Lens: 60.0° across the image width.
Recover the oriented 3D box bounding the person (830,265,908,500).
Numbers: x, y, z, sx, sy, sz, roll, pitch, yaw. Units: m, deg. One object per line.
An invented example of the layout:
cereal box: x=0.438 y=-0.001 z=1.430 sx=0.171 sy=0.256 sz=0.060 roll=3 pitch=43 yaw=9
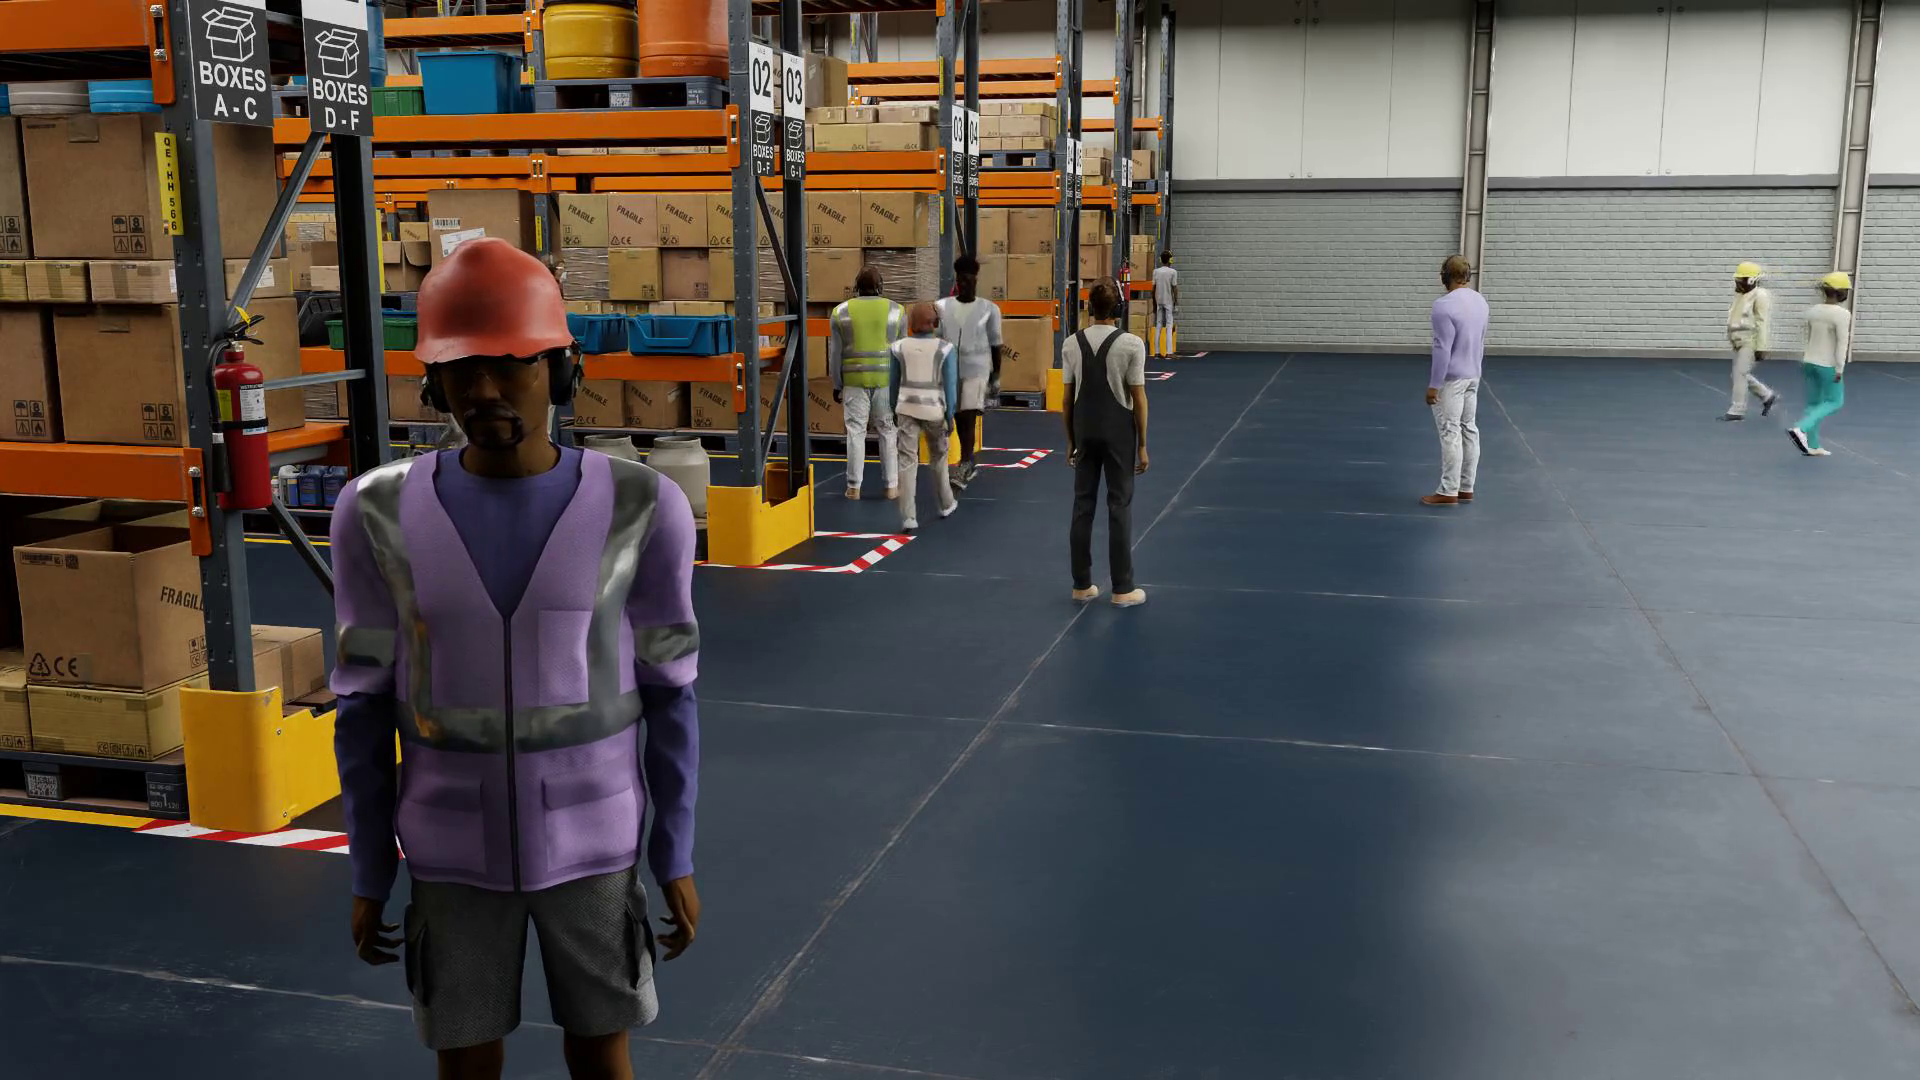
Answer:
person: x=-0.707 y=-1.233 z=13.123 sx=0.631 sy=1.843 sz=0.429 roll=-1 pitch=10 yaw=-5

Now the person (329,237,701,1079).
person: x=-0.741 y=0.523 z=2.833 sx=0.609 sy=2.043 sz=0.376 roll=-2 pitch=10 yaw=-9

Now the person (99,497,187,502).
person: x=-4.060 y=-0.288 z=8.224 sx=0.685 sy=1.731 sz=0.529 roll=7 pitch=12 yaw=33

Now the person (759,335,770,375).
person: x=-2.354 y=-2.508 z=19.660 sx=0.405 sy=2.035 sz=0.606 roll=3 pitch=11 yaw=14

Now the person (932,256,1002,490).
person: x=0.033 y=-1.392 z=13.847 sx=0.611 sy=1.912 sz=1.043 roll=3 pitch=11 yaw=17

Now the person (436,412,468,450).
person: x=-4.170 y=-1.240 z=13.746 sx=0.383 sy=1.620 sz=0.521 roll=6 pitch=12 yaw=28

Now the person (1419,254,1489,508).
person: x=3.787 y=-1.214 z=12.753 sx=0.629 sy=1.937 sz=0.378 roll=-9 pitch=14 yaw=-41

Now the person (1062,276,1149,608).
person: x=0.812 y=-0.541 z=9.278 sx=0.508 sy=1.846 sz=0.345 roll=5 pitch=12 yaw=28

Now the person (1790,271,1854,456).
person: x=8.083 y=-1.640 z=15.636 sx=0.512 sy=1.755 sz=0.534 roll=-2 pitch=11 yaw=-13

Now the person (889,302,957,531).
person: x=-0.250 y=-0.888 z=11.861 sx=0.532 sy=1.594 sz=0.844 roll=3 pitch=11 yaw=14

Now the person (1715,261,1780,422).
person: x=8.900 y=-2.213 z=18.658 sx=0.700 sy=1.812 sz=0.605 roll=0 pitch=10 yaw=-2

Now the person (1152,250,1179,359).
person: x=3.548 y=-4.050 z=28.661 sx=0.532 sy=1.867 sz=0.319 roll=8 pitch=13 yaw=38

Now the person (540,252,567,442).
person: x=-3.796 y=-1.683 z=15.383 sx=0.375 sy=1.931 sz=0.632 roll=-3 pitch=11 yaw=-16
